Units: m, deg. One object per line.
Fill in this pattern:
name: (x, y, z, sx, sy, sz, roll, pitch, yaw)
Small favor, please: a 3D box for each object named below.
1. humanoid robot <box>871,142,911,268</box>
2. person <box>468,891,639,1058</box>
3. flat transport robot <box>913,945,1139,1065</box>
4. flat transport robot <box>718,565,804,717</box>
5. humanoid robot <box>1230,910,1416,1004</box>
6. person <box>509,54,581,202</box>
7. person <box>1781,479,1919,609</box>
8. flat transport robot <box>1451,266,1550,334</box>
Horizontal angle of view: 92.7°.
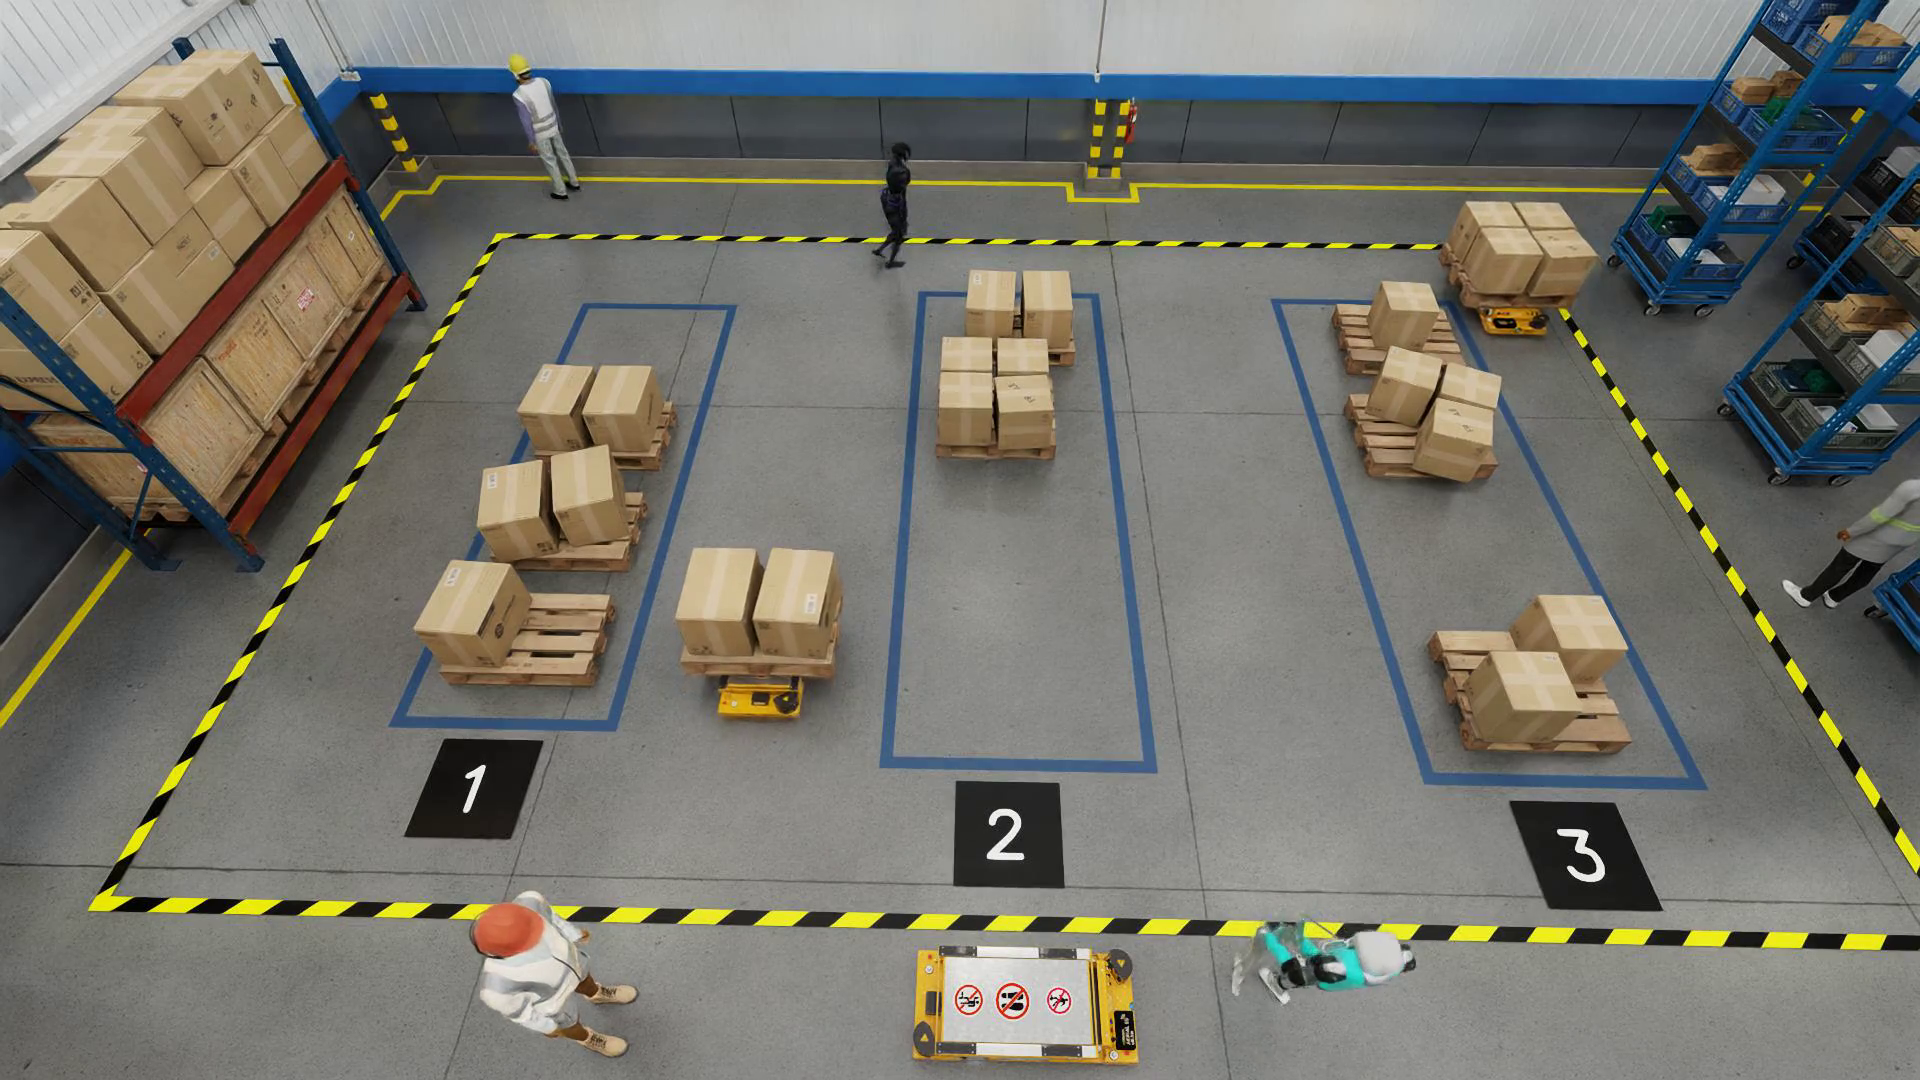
humanoid robot: (-0.801, -3.900, 10.763, 0.489, 1.627, 0.622, -14, 52, -12)
person: (-2.313, 2.519, 5.290, 0.379, 2.043, 0.604, 1, 51, 1)
flat transport robot: (0.422, 3.041, 6.007, 1.431, 0.231, 0.659, 1, 51, 1)
flat transport robot: (-1.612, 0.821, 7.798, 0.652, 0.197, 1.431, 1, 51, 1)
humanoid robot: (2.090, 2.454, 5.541, 0.588, 1.755, 0.798, -7, 51, -6)
person: (-5.363, -5.273, 11.775, 0.404, 1.829, 0.599, 20, 54, 16)
person: (7.611, -0.082, 7.534, 0.587, 1.848, 0.396, 5, 51, 4)
flat transport robot: (6.391, -2.969, 10.888, 0.652, 0.197, 1.431, 1, 51, 1)
